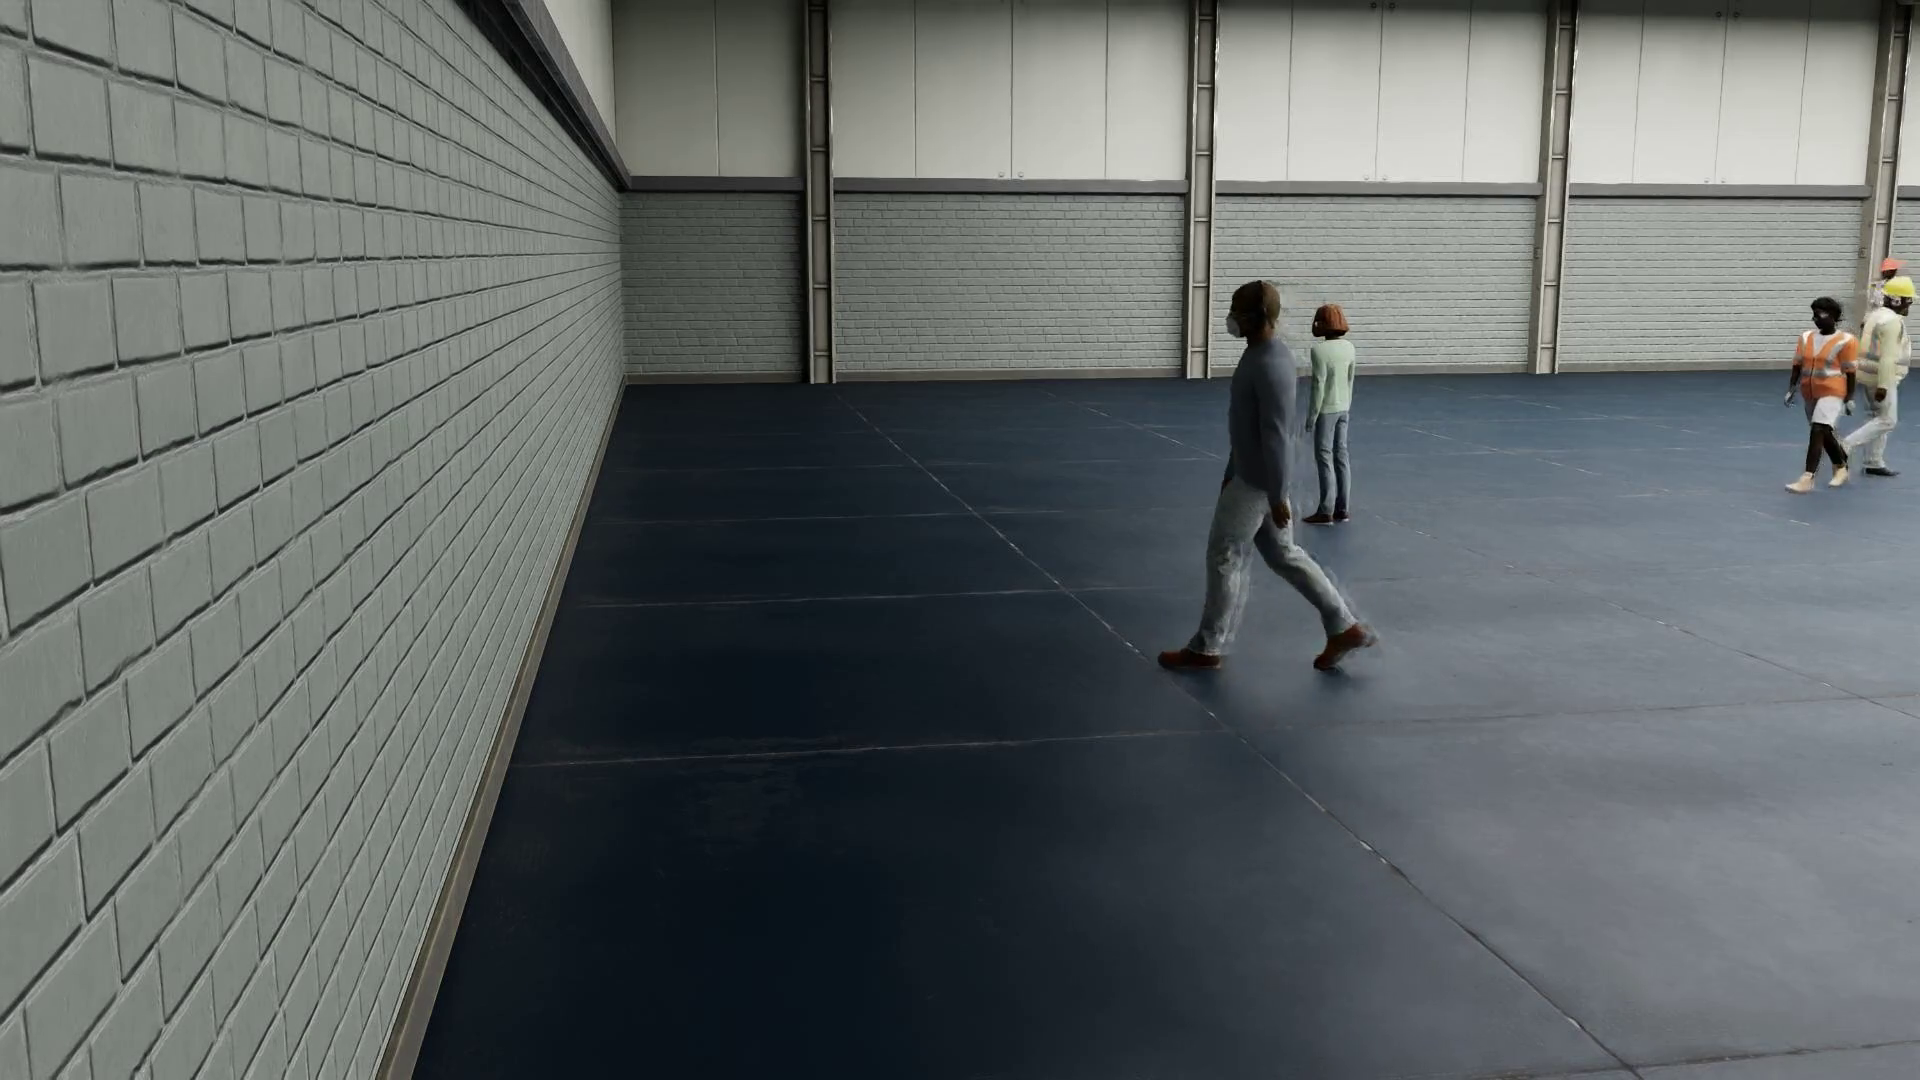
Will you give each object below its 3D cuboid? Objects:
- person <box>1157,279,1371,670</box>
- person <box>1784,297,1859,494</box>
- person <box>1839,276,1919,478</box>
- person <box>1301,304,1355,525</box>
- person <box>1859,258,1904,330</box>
[{"bbox_3d":[1.494,-0.289,7.939,0.982,1.908,0.627,2,10,11],"label":"person"},{"bbox_3d":[7.334,-1.230,14.073,0.883,1.647,0.519,-4,11,-22],"label":"person"},{"bbox_3d":[8.115,-1.434,14.766,0.583,1.807,0.621,2,10,13],"label":"person"},{"bbox_3d":[2.742,-0.929,12.362,0.507,1.631,0.266,-9,14,-43],"label":"person"},{"bbox_3d":[14.181,-3.382,25.704,0.808,1.910,0.555,-1,10,-7],"label":"person"}]
